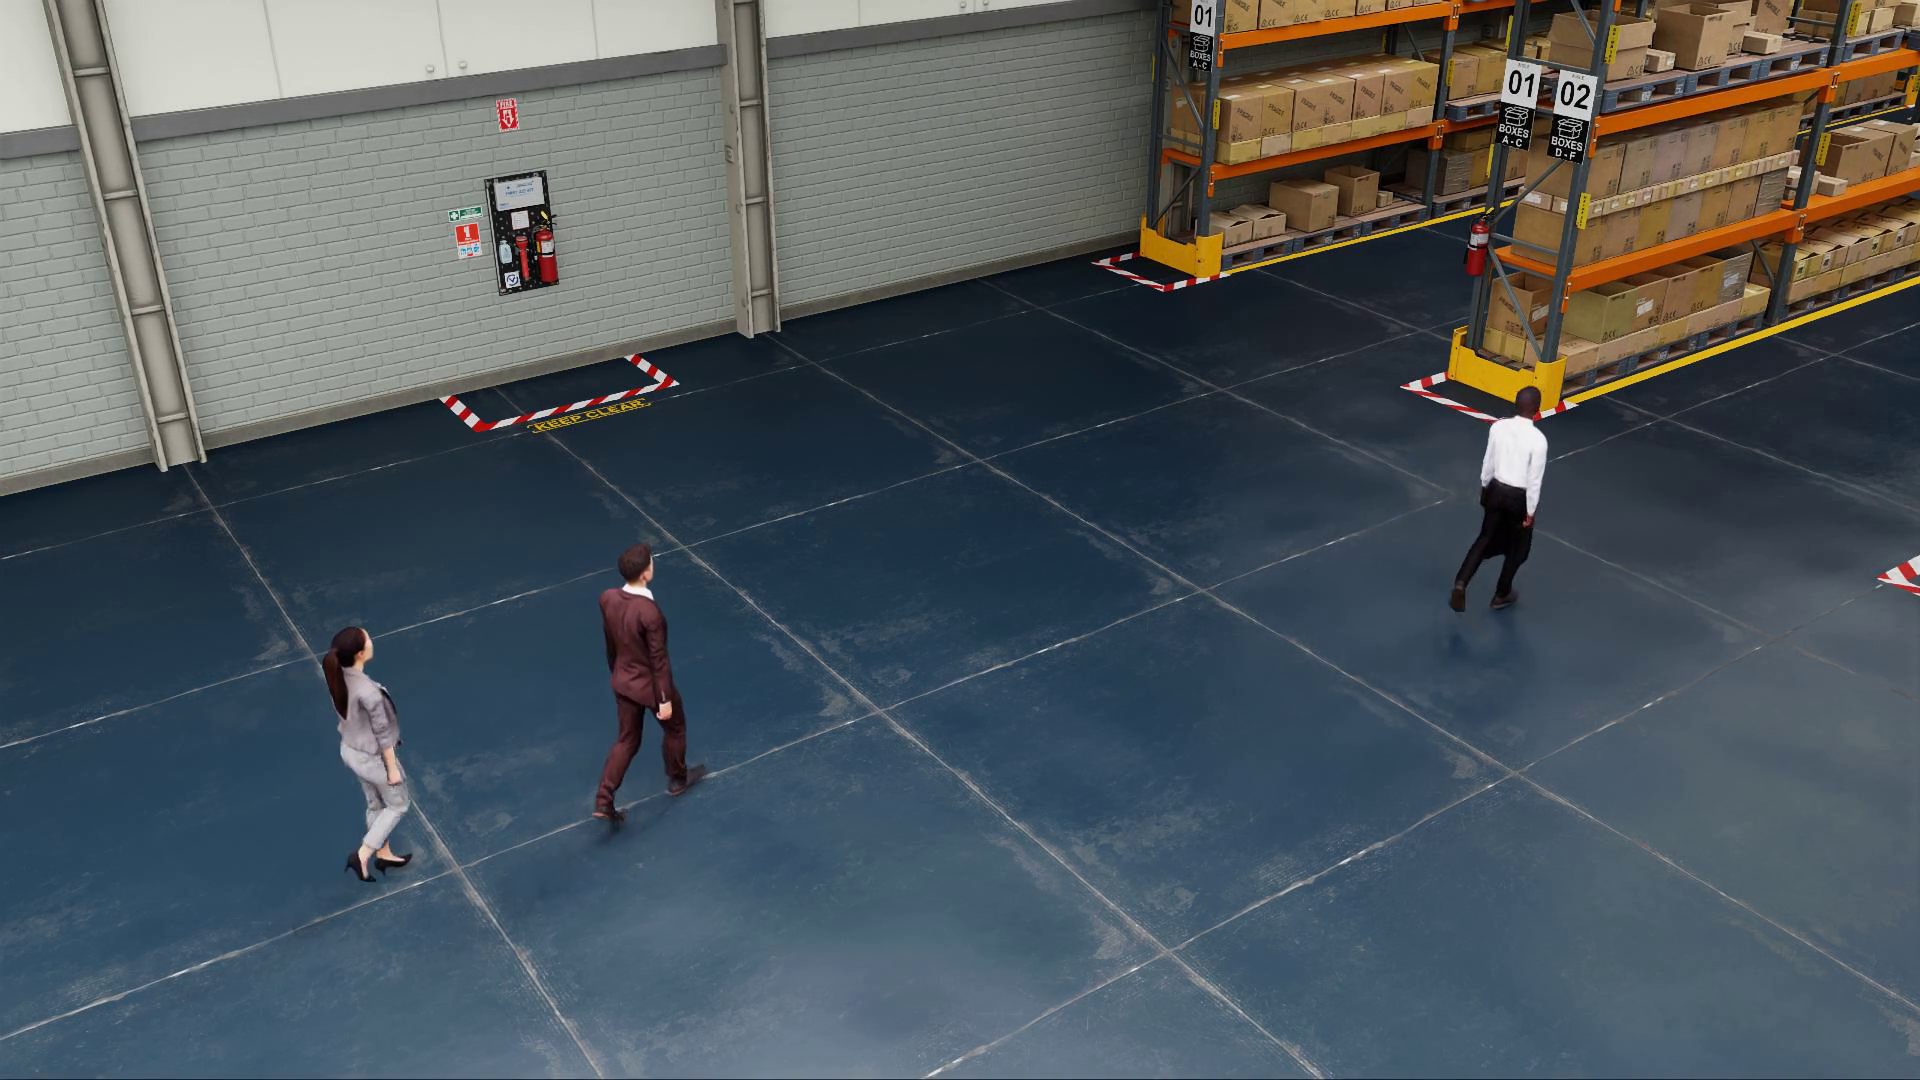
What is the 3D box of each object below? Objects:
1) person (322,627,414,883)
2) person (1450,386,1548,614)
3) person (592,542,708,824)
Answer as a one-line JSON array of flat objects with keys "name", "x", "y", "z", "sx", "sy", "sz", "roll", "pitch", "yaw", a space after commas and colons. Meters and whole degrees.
[{"name": "person", "x": -3.428, "y": 1.287, "z": 9.480, "sx": 0.722, "sy": 1.663, "sz": 0.796, "roll": 21, "pitch": 34, "yaw": 35}, {"name": "person", "x": 3.998, "y": -0.246, "z": 12.289, "sx": 1.066, "sy": 1.816, "sz": 0.714, "roll": -22, "pitch": 34, "yaw": -36}, {"name": "person", "x": -1.970, "y": 0.895, "z": 10.038, "sx": 0.984, "sy": 1.848, "sz": 1.252, "roll": 16, "pitch": 31, "yaw": 28}]
